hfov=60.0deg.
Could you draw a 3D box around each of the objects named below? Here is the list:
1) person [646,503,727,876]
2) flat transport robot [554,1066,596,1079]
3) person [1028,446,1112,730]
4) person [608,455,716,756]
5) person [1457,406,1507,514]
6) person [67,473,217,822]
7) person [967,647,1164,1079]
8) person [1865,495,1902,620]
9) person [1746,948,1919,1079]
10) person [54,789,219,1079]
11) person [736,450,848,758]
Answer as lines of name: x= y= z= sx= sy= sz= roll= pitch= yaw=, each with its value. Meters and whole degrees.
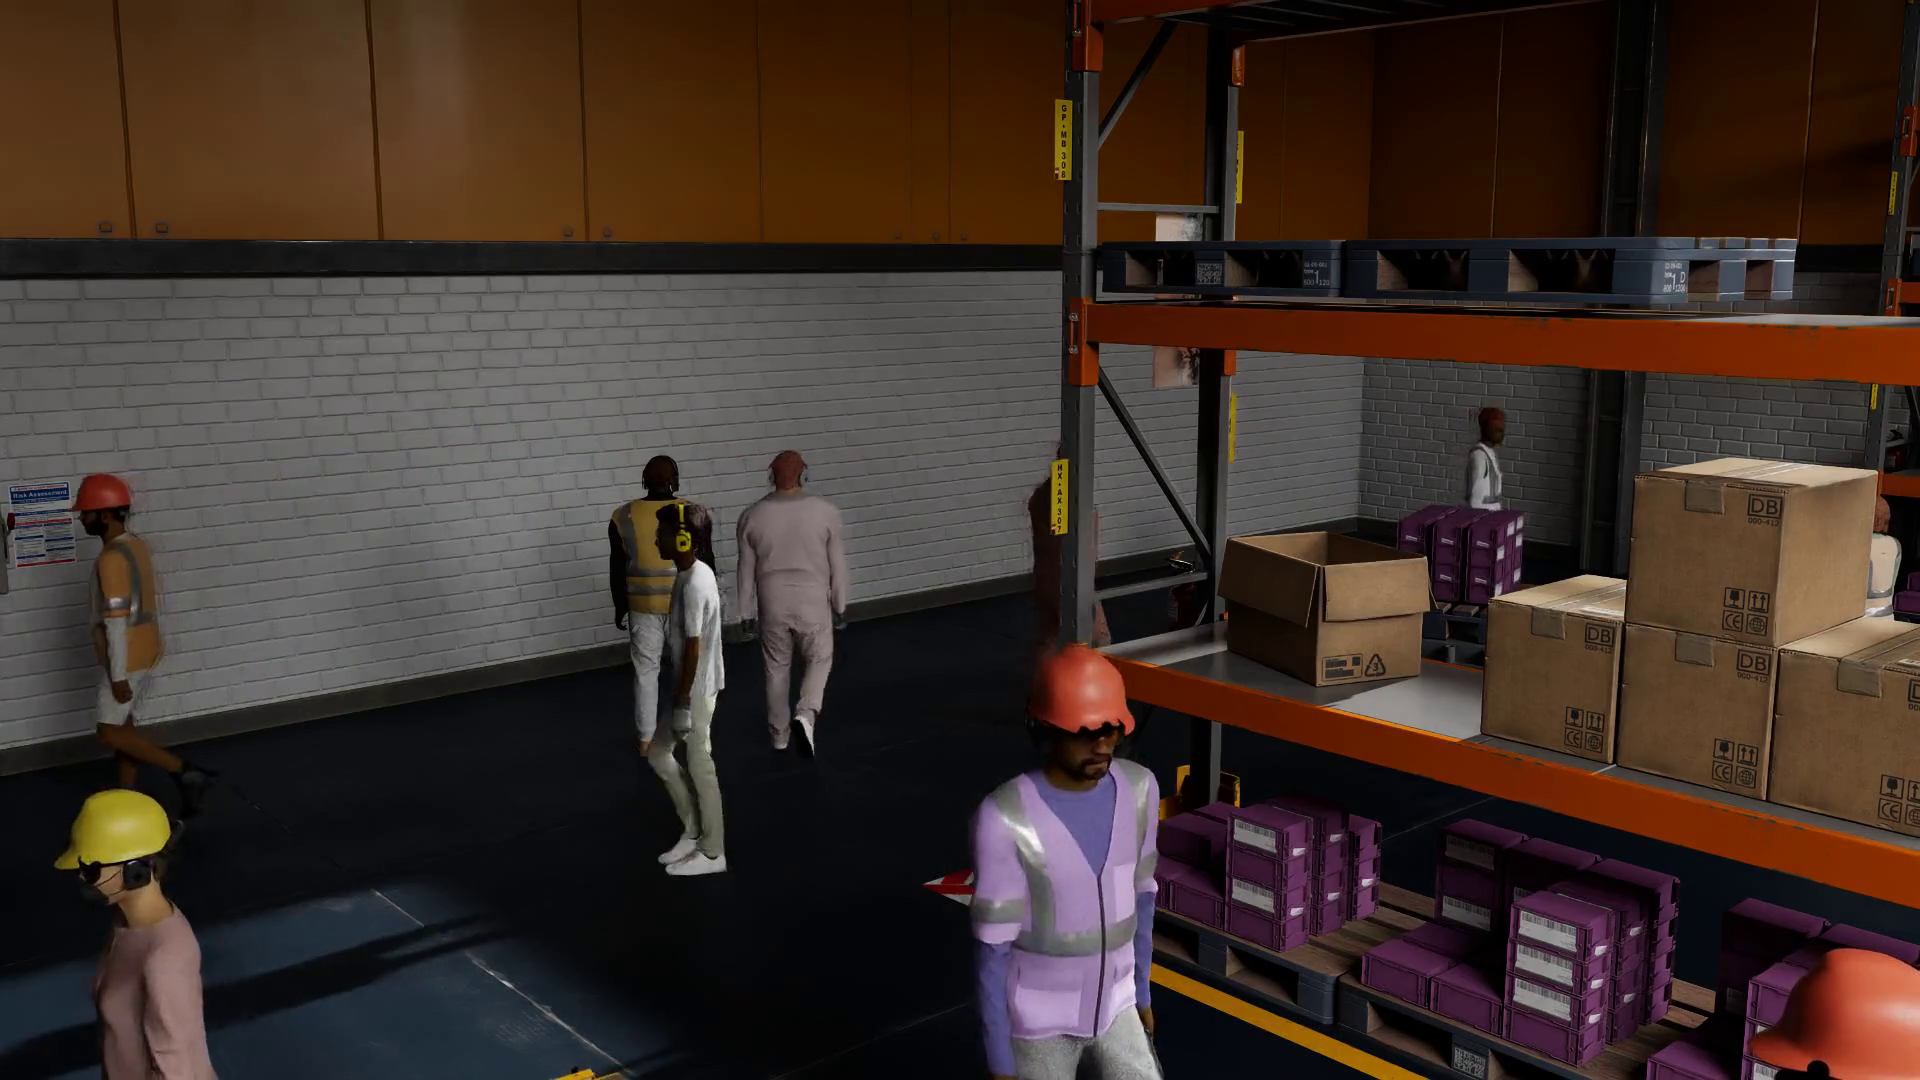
person: x=-1.367 y=0.740 z=8.075 sx=0.493 sy=1.857 sz=0.552 roll=-2 pitch=10 yaw=-12
flat transport robot: x=-1.175 y=2.022 z=5.216 sx=0.652 sy=0.197 sz=1.431 roll=-7 pitch=12 yaw=-36
person: x=0.740 y=0.296 z=10.605 sx=0.644 sy=1.879 sz=0.693 roll=-5 pitch=11 yaw=-29
person: x=-1.799 y=0.399 z=10.125 sx=0.636 sy=1.842 sz=0.429 roll=-1 pitch=10 yaw=-6
person: x=4.050 y=-0.149 z=13.278 sx=0.726 sy=1.866 sz=0.613 roll=4 pitch=10 yaw=22
person: x=-4.339 y=0.600 z=8.711 sx=0.673 sy=1.921 sz=0.565 roll=-2 pitch=10 yaw=-13
person: x=0.341 y=1.283 z=4.434 sx=0.634 sy=2.017 sz=0.716 roll=-6 pitch=11 yaw=-30
person: x=5.375 y=0.535 z=9.916 sx=0.513 sy=1.642 sz=0.313 roll=-5 pitch=11 yaw=-28
person: x=1.443 y=1.609 z=2.764 sx=0.361 sy=1.938 sz=0.545 roll=2 pitch=10 yaw=10
person: x=-1.954 y=1.455 z=4.251 sx=0.755 sy=1.742 sz=0.528 roll=-7 pitch=12 yaw=-35
person: x=-1.014 y=0.400 z=9.990 sx=0.673 sy=1.885 sz=0.642 roll=0 pitch=10 yaw=2
